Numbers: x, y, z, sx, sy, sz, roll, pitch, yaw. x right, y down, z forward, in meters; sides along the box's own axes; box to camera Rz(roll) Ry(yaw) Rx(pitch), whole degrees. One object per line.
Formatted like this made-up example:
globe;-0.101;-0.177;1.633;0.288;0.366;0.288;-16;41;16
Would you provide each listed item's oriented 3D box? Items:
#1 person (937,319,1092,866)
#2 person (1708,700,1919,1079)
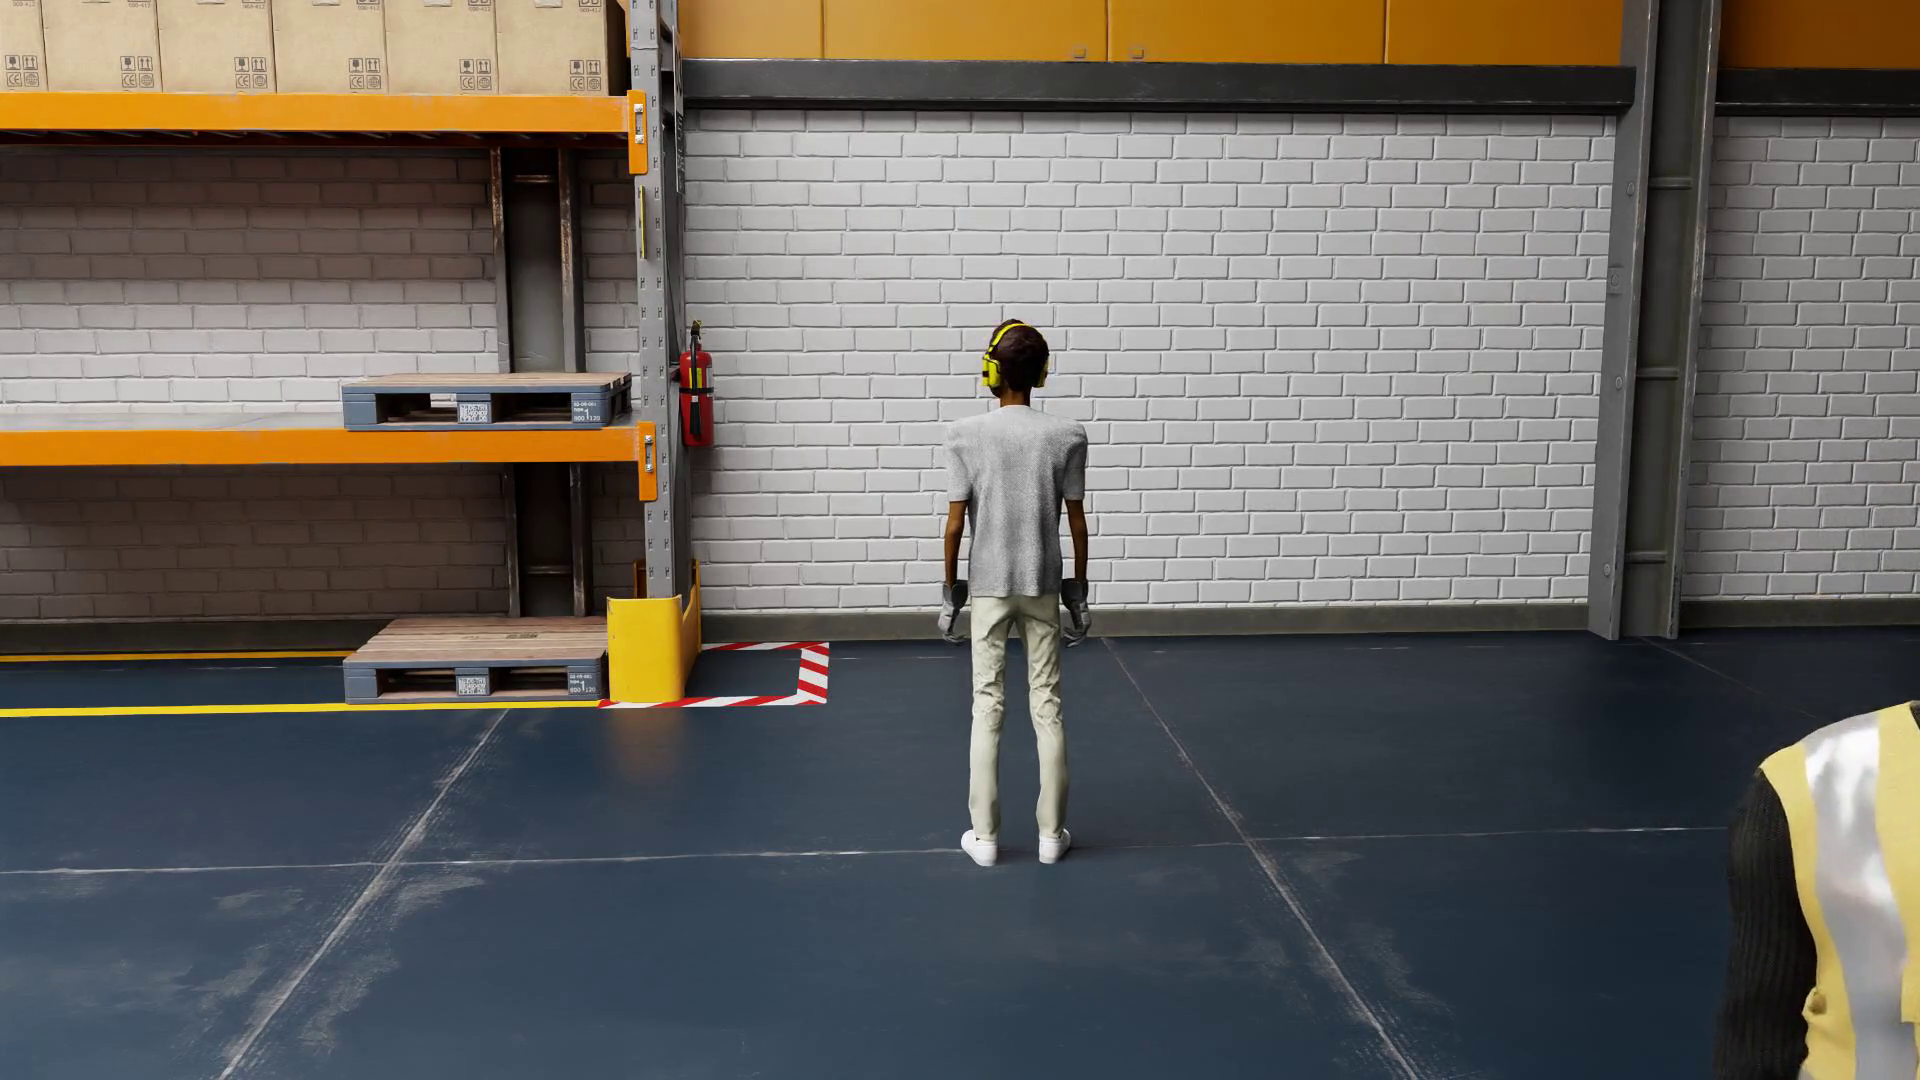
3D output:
person;0.187;0.186;5.707;0.531;1.875;0.316;-1;9;-4
person;1.168;0.849;1.820;0.642;1.788;0.976;3;10;19
